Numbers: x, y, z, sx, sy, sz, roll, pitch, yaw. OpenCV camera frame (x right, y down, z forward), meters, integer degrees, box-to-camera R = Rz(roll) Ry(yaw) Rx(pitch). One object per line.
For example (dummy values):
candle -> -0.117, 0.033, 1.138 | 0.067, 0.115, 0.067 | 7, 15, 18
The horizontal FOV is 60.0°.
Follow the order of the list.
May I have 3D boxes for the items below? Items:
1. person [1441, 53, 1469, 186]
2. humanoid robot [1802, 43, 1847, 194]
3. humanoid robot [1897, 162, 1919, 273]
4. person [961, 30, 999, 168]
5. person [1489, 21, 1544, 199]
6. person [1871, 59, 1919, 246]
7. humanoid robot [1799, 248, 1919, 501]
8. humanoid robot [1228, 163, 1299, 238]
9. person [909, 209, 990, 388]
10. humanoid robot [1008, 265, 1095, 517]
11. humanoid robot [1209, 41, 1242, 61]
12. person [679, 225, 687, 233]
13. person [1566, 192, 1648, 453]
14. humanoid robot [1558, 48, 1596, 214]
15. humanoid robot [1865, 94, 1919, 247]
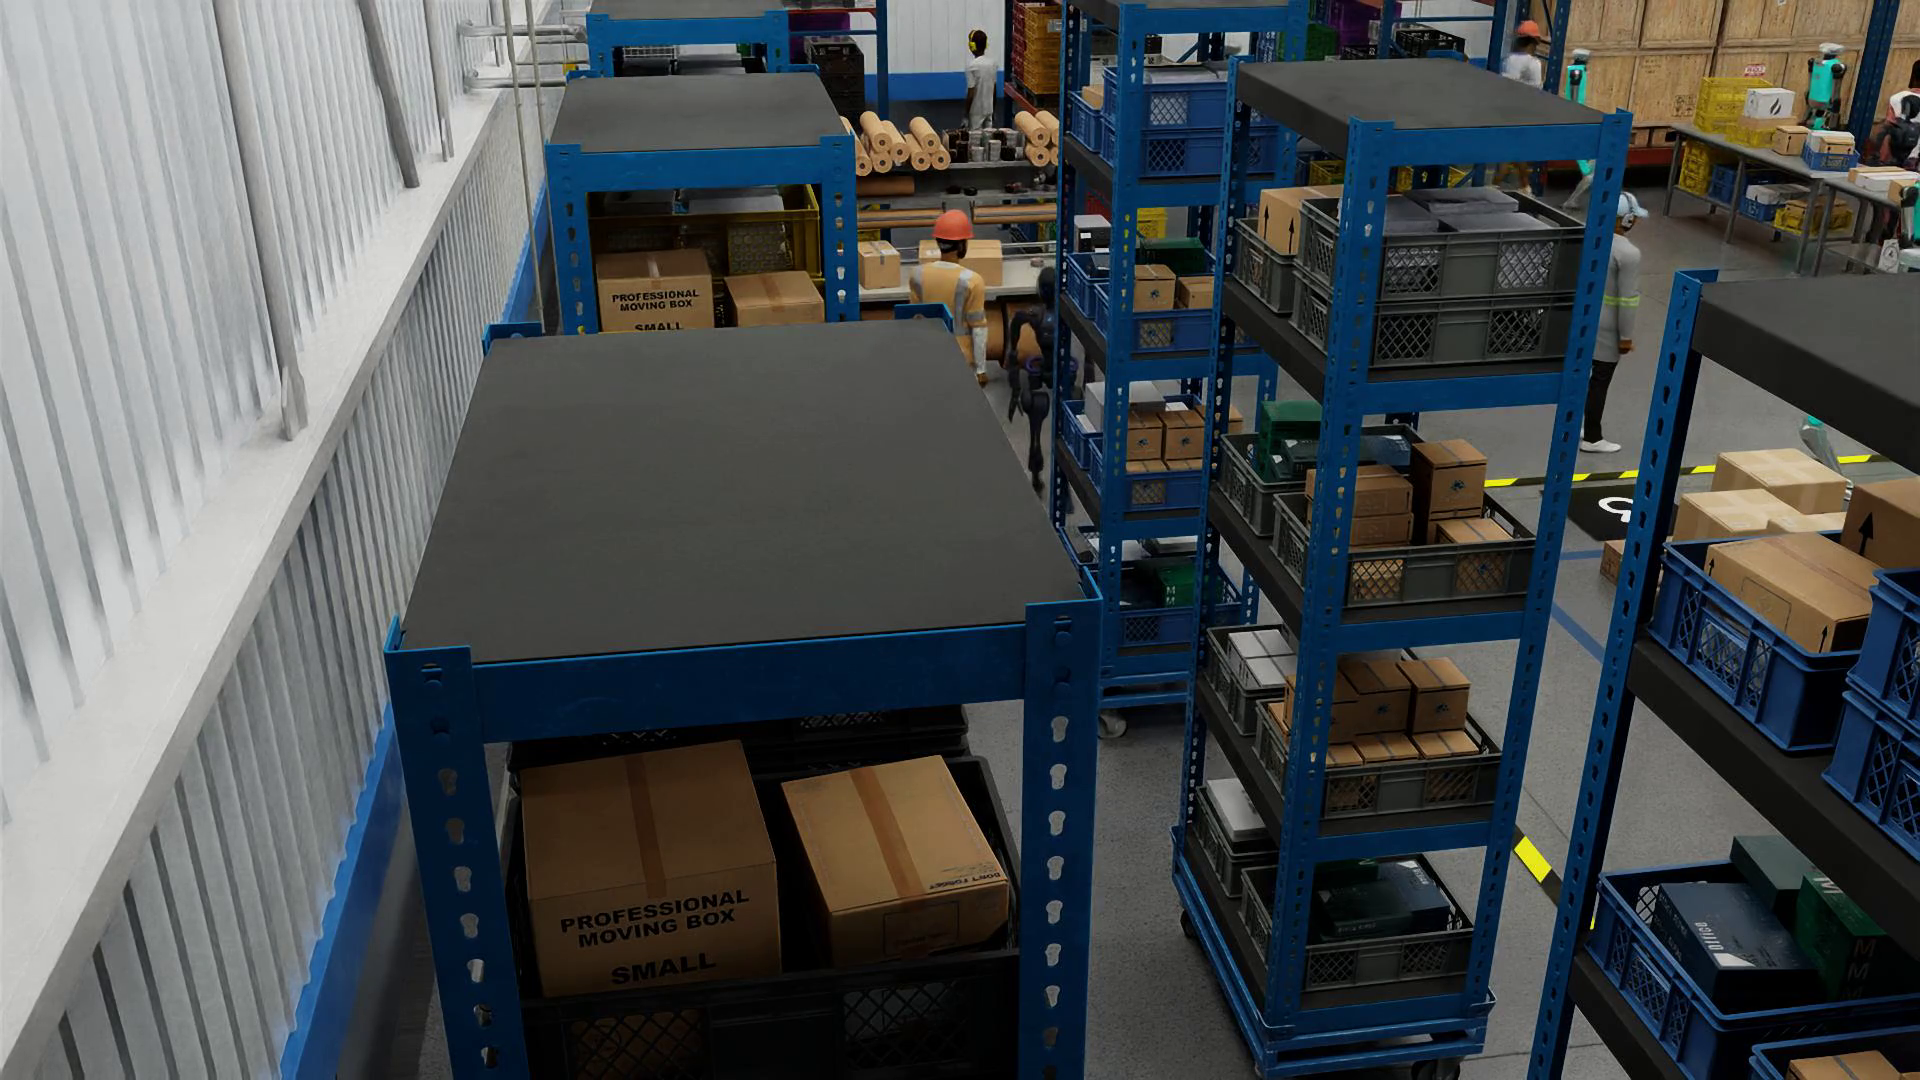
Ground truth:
person -> 5.148, -4.220, 17.602 | 0.344, 1.838, 0.499 | -14, 28, -27
humanoid robot -> 9.850, -4.669, 18.745 | 0.744, 1.820, 0.538 | -5, 25, -11
humanoid robot -> 7.664, -2.005, 12.956 | 0.554, 1.782, 0.879 | -7, 26, -15
person -> 0.215, -4.831, 18.894 | 0.329, 1.865, 0.510 | 22, 33, 40
person -> 6.239, -4.703, 18.446 | 0.708, 2.000, 0.689 | -5, 25, -10
person -> 9.445, -3.820, 16.630 | 0.596, 1.916, 0.371 | -1, 25, -3
humanoid robot -> 5.799, -1.096, 10.764 | 0.735, 1.677, 0.533 | 15, 28, 29
humanoid robot -> 2.726, -2.858, 14.899 | 0.590, 1.640, 0.787 | 0, 25, 0
person -> -0.056, -1.202, 10.918 | 0.549, 1.933, 0.372 | 13, 28, 26
humanoid robot -> 0.601, -0.968, 10.720 | 0.590, 1.652, 0.392 | 3, 25, 6
humanoid robot -> 2.912, -4.554, 18.570 | 0.552, 1.891, 0.742 | 6, 25, 13
person -> -2.848, -3.691, 16.540 | 0.367, 1.751, 0.573 | -11, 27, -23
person -> 4.548, -1.530, 11.730 | 0.380, 1.852, 0.587 | -8, 26, -18
humanoid robot -> 6.877, -4.427, 18.204 | 0.661, 1.831, 0.539 | 8, 26, 18
humanoid robot -> 9.109, -3.485, 16.181 | 0.586, 1.657, 0.365 | -4, 25, -8
